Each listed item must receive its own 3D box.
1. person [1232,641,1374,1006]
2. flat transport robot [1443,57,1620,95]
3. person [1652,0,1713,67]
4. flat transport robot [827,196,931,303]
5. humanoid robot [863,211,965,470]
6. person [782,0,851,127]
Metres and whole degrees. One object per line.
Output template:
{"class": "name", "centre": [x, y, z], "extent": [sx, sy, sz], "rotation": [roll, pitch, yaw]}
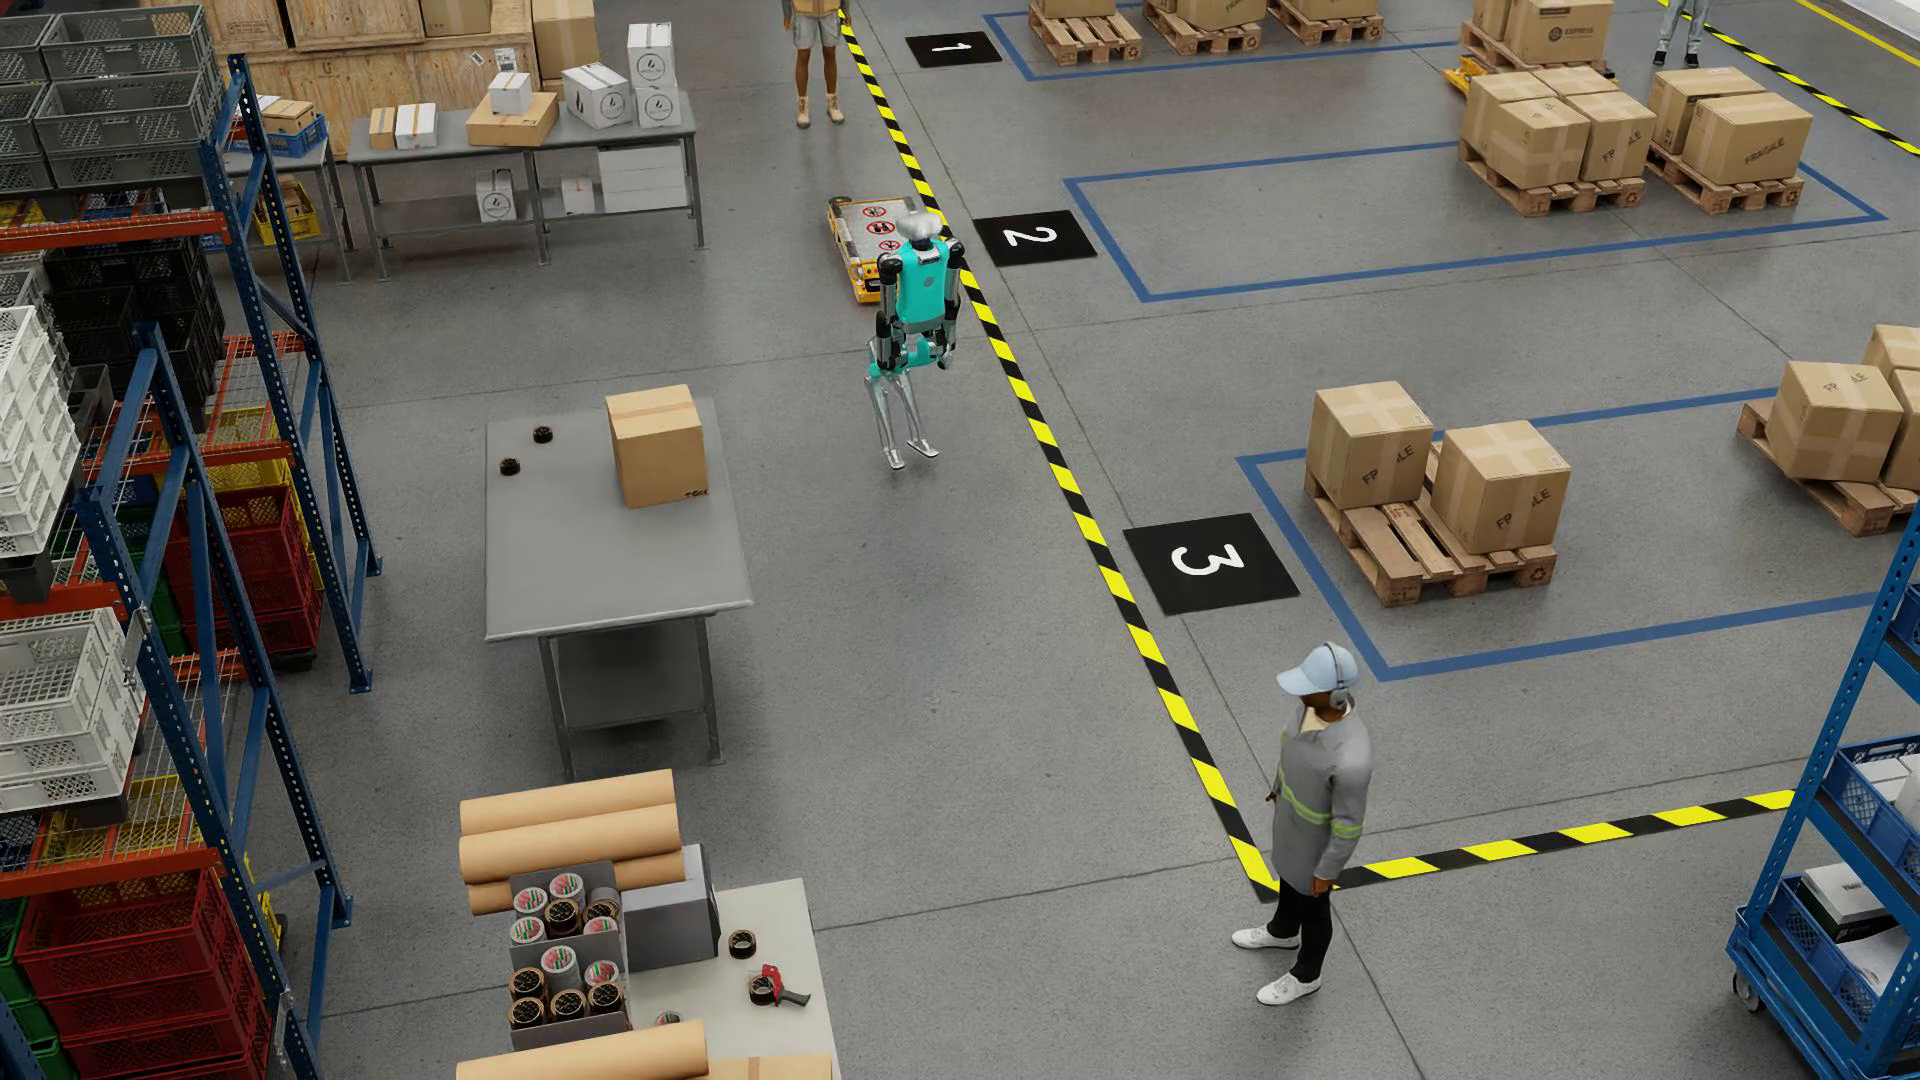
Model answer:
{"class": "person", "centre": [1.374, 1.139, 6.696], "extent": [0.386, 1.850, 0.597], "rotation": [-6, 37, -8]}
{"class": "flat transport robot", "centre": [5.262, -4.302, 15.312], "extent": [1.431, 0.197, 0.652], "rotation": [-8, 37, -10]}
{"class": "person", "centre": [6.849, -5.297, 15.360], "extent": [0.585, 1.835, 0.404], "rotation": [8, 37, 11]}
{"class": "flat transport robot", "centre": [-0.570, -2.220, 12.538], "extent": [0.659, 0.231, 1.431], "rotation": [-8, 37, -10]}
{"class": "humanoid robot", "centre": [-0.344, -1.247, 9.884], "extent": [0.533, 1.681, 0.735], "rotation": [-19, 41, -23]}
{"class": "person", "centre": [-1.213, -4.523, 14.158], "extent": [0.608, 2.030, 0.406], "rotation": [-8, 37, -11]}
